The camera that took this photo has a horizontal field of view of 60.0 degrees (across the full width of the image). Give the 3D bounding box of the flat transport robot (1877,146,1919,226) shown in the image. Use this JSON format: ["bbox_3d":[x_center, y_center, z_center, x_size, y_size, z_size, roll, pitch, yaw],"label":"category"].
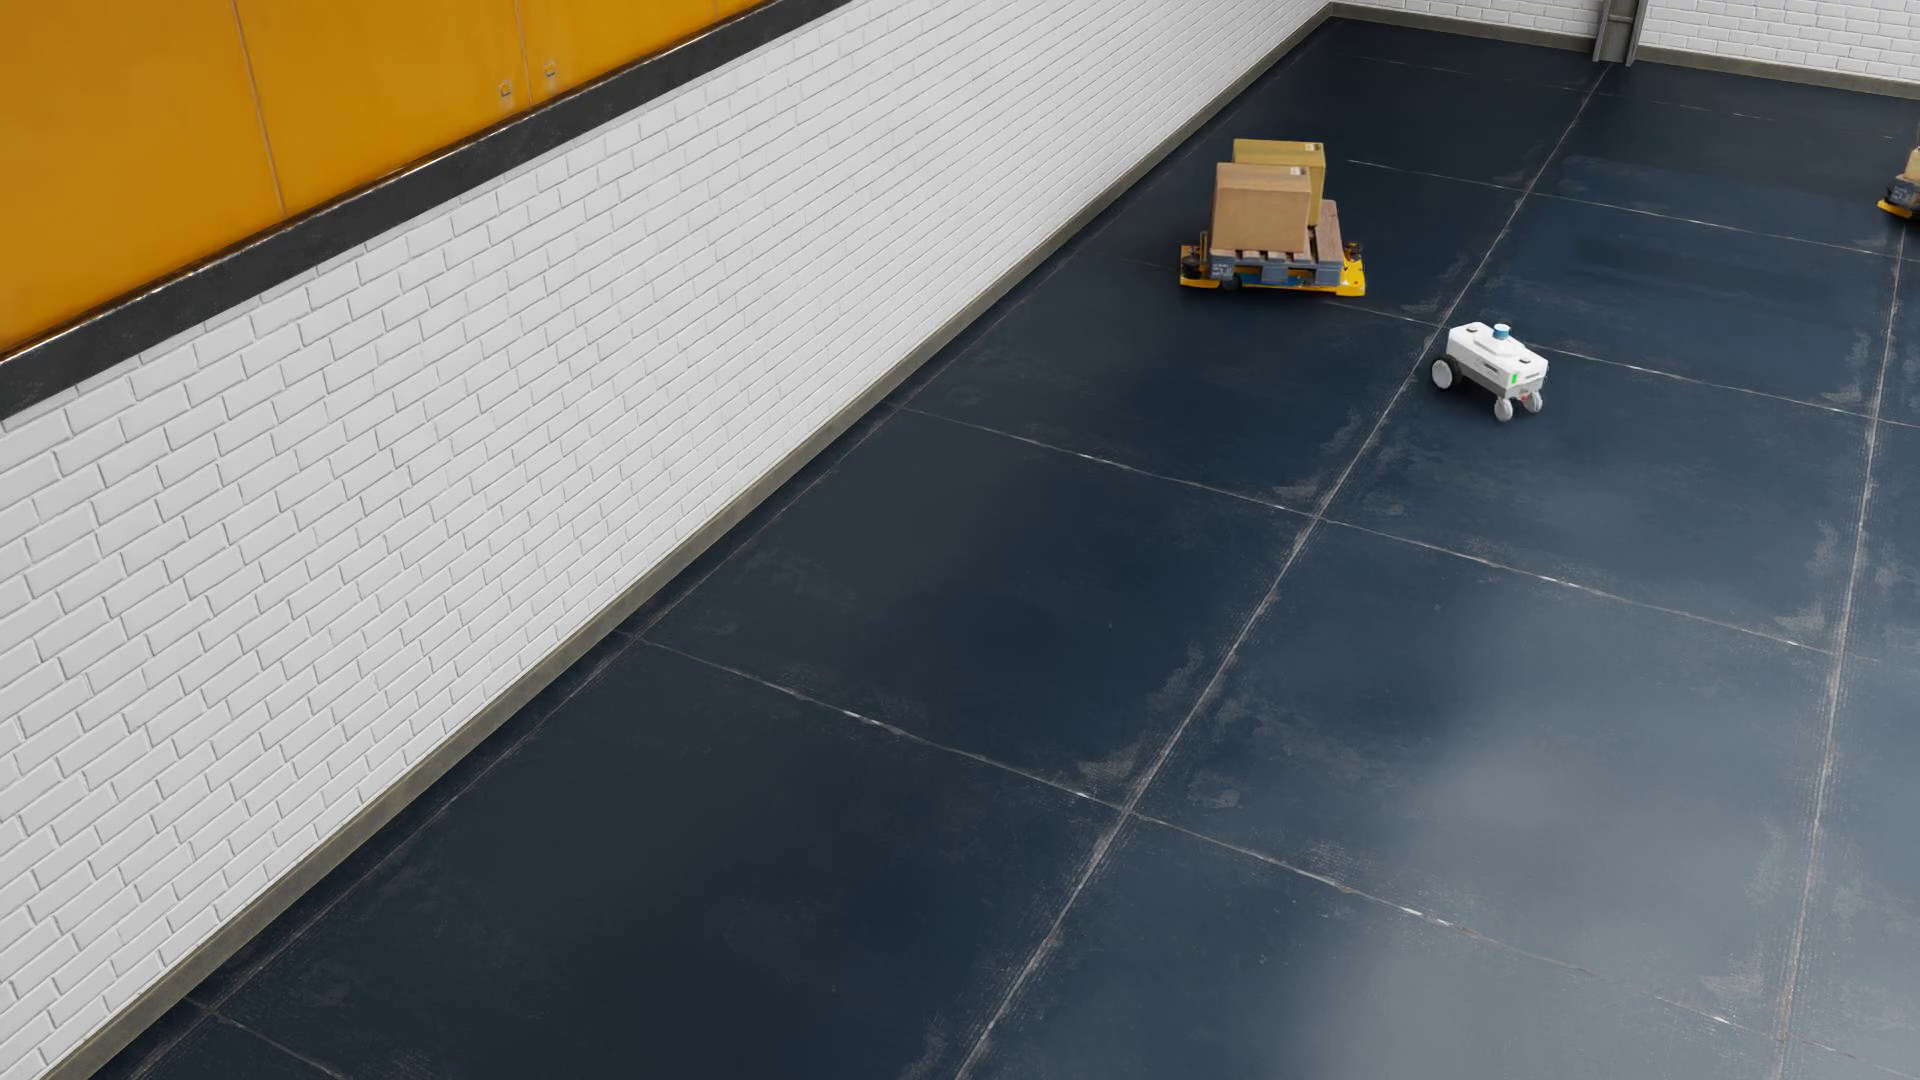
[{"bbox_3d":[8.611,-2.720,14.024,0.659,0.231,1.431,-21,39,-28],"label":"flat transport robot"}]

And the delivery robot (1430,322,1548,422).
[{"bbox_3d":[3.690,-1.210,11.537,0.499,0.612,0.815,-16,37,-23],"label":"delivery robot"}]

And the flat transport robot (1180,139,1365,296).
[{"bbox_3d":[2.481,-2.195,13.244,1.431,0.231,0.659,4,34,6],"label":"flat transport robot"}]
